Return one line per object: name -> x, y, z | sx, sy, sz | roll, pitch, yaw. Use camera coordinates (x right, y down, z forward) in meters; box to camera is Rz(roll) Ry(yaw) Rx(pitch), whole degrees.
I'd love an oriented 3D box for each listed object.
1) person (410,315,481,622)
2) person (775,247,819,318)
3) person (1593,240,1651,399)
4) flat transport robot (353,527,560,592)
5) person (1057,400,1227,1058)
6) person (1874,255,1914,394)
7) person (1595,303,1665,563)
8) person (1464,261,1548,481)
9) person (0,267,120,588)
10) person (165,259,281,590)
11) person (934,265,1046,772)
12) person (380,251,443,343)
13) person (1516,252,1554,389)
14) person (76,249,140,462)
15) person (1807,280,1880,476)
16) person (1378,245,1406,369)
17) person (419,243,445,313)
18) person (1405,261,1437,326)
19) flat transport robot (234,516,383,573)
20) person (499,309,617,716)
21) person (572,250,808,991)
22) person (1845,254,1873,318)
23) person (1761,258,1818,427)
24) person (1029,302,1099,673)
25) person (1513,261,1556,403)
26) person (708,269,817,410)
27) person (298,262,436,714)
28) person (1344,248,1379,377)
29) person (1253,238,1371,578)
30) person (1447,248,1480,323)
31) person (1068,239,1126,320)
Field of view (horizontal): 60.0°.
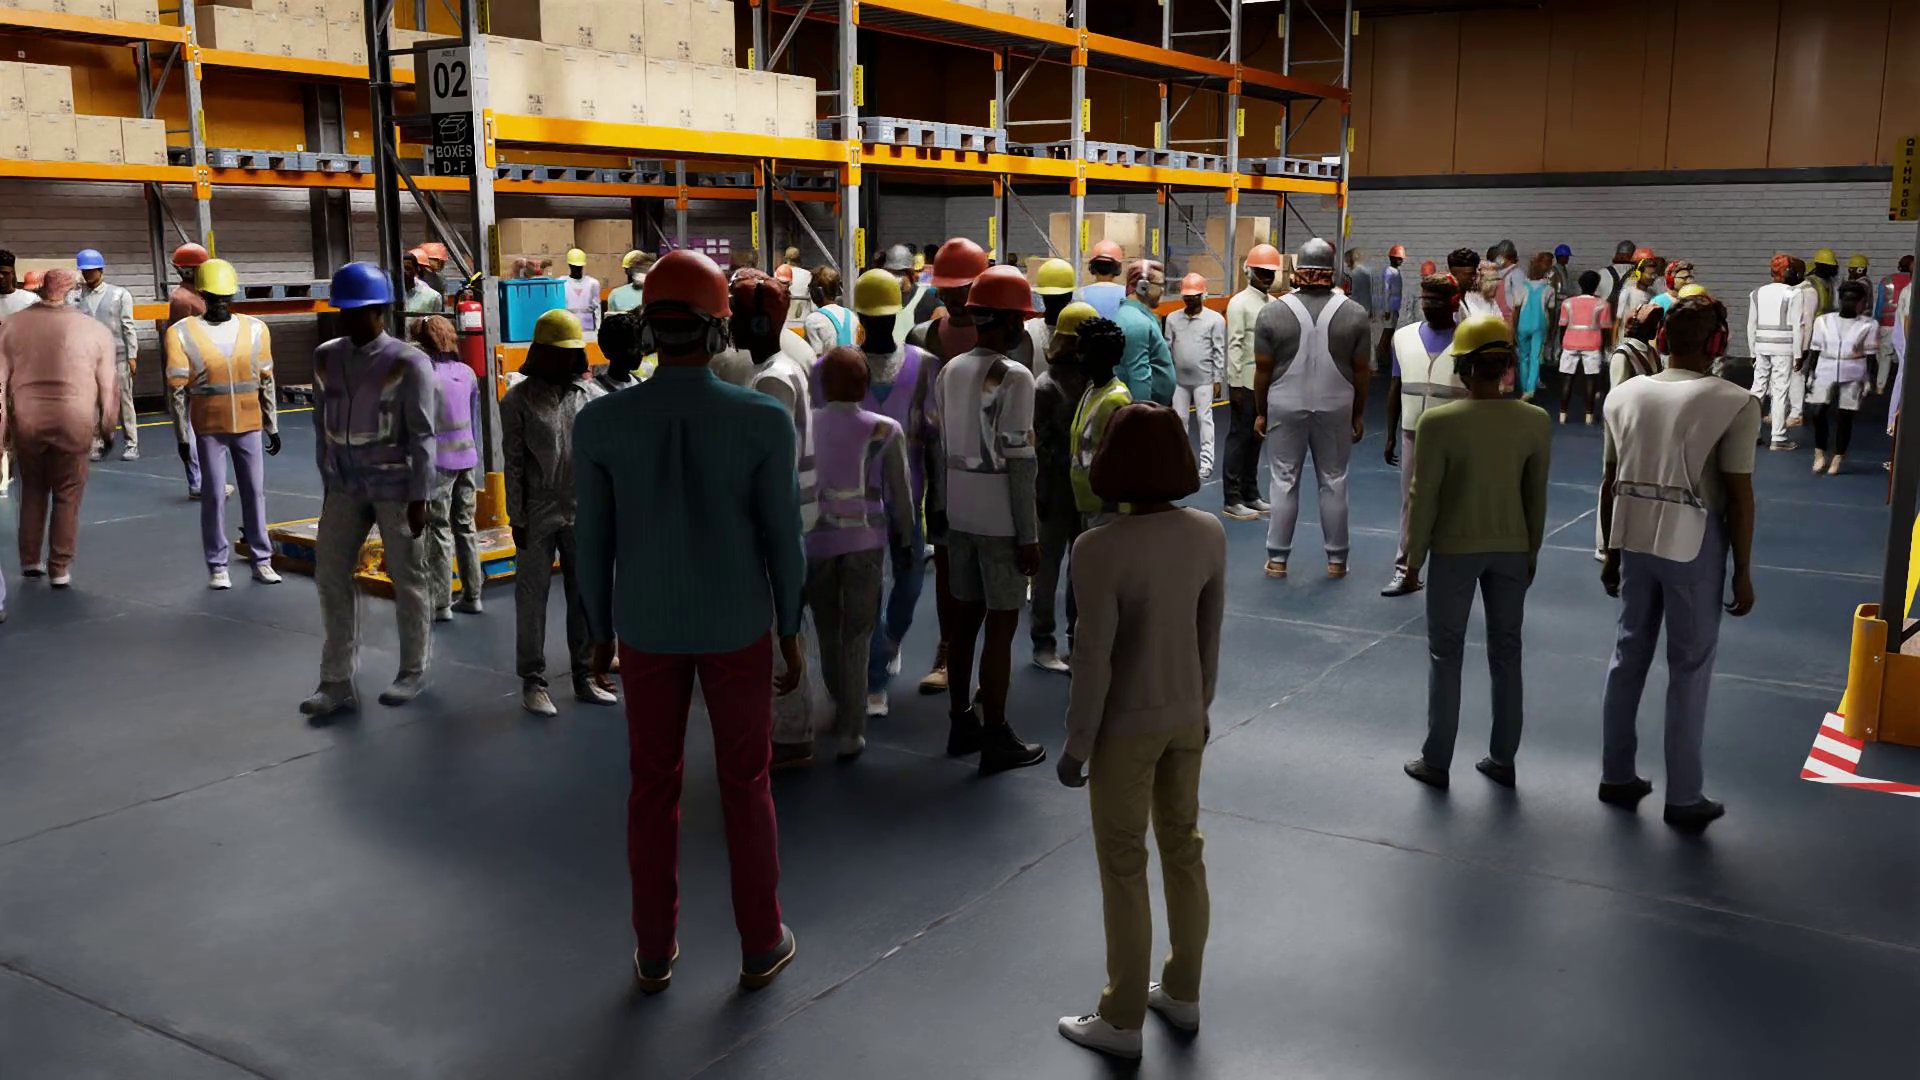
person -> -2.752, -0.383, 8.893 | 0.323, 1.631, 0.521 | 4, 11, 21
person -> -2.090, -2.714, 20.947 | 0.635, 1.938, 0.361 | -2, 10, -9
person -> 8.416, -2.807, 21.184 | 0.692, 2.000, 0.538 | 6, 12, 29
flat transport robot -> -2.855, 0.094, 10.013 | 0.652, 0.197, 1.431 | 7, 13, 36
person -> 0.452, 0.469, 4.151 | 0.504, 1.636, 0.280 | -8, 13, -39
person -> 12.351, -2.815, 21.829 | 0.632, 1.833, 0.430 | 5, 11, 25
person -> 4.208, -0.662, 10.413 | 0.523, 1.638, 0.311 | -9, 14, -42
person -> 4.195, -1.293, 13.329 | 1.010, 1.845, 0.654 | 10, 14, 44
person -> -5.301, -0.661, 9.787 | 0.699, 1.865, 0.533 | -3, 11, -17
person -> -4.261, -0.668, 9.687 | 0.592, 1.917, 0.401 | -9, 14, -41
person -> 0.136, -0.082, 6.408 | 0.386, 1.929, 0.543 | -7, 12, -33
person -> -4.938, -1.628, 14.987 | 0.591, 1.922, 0.393 | 1, 10, 4
person -> 7.825, -3.009, 22.790 | 0.595, 1.865, 0.577 | -10, 14, -43
person -> -7.857, -1.679, 15.231 | 0.613, 1.942, 0.405 | -2, 10, -10
person -> 7.525, -1.373, 14.213 | 0.544, 1.676, 0.520 | 7, 13, 35
person -> 6.825, -3.661, 26.209 | 0.373, 1.933, 0.550 | 6, 12, 30
person -> -6.413, -2.596, 20.195 | 0.420, 1.986, 0.608 | 2, 10, 11
person -> 6.311, -2.901, 22.533 | 0.568, 1.743, 0.348 | 4, 11, 21
flat transport robot -> -3.847, 0.024, 10.401 | 1.431, 0.197, 0.652 | 7, 13, 36
person -> -1.706, -0.116, 7.127 | 0.483, 1.738, 0.320 | -8, 13, -39
person -> -0.711, 0.233, 4.468 | 0.608, 1.995, 0.377 | 0, 10, -1
person -> 12.210, -2.969, 22.682 | 0.403, 1.826, 0.592 | 5, 12, 27
person -> 9.028, -2.141, 18.097 | 0.431, 1.824, 0.641 | -1, 10, -7
person -> 0.543, -0.242, 7.822 | 0.485, 1.738, 0.323 | -9, 13, -39
person -> 7.184, -2.603, 20.827 | 0.529, 1.777, 1.003 | 3, 11, 18
person -> -0.963, -0.301, 7.721 | 0.653, 1.894, 0.401 | -9, 13, -40
person -> -2.544, -0.199, 7.043 | 0.631, 1.920, 0.734 | 3, 11, 15
person -> 5.845, -3.382, 24.782 | 0.969, 1.887, 0.638 | 6, 12, 29
person -> 2.098, -0.792, 10.017 | 0.685, 2.000, 0.535 | 1, 10, 7
person -> 3.792, -1.264, 12.843 | 0.370, 1.963, 0.608 | 4, 11, 22
person -> 1.088, -1.270, 12.703 | 0.610, 2.032, 0.414 | 0, 10, 3
